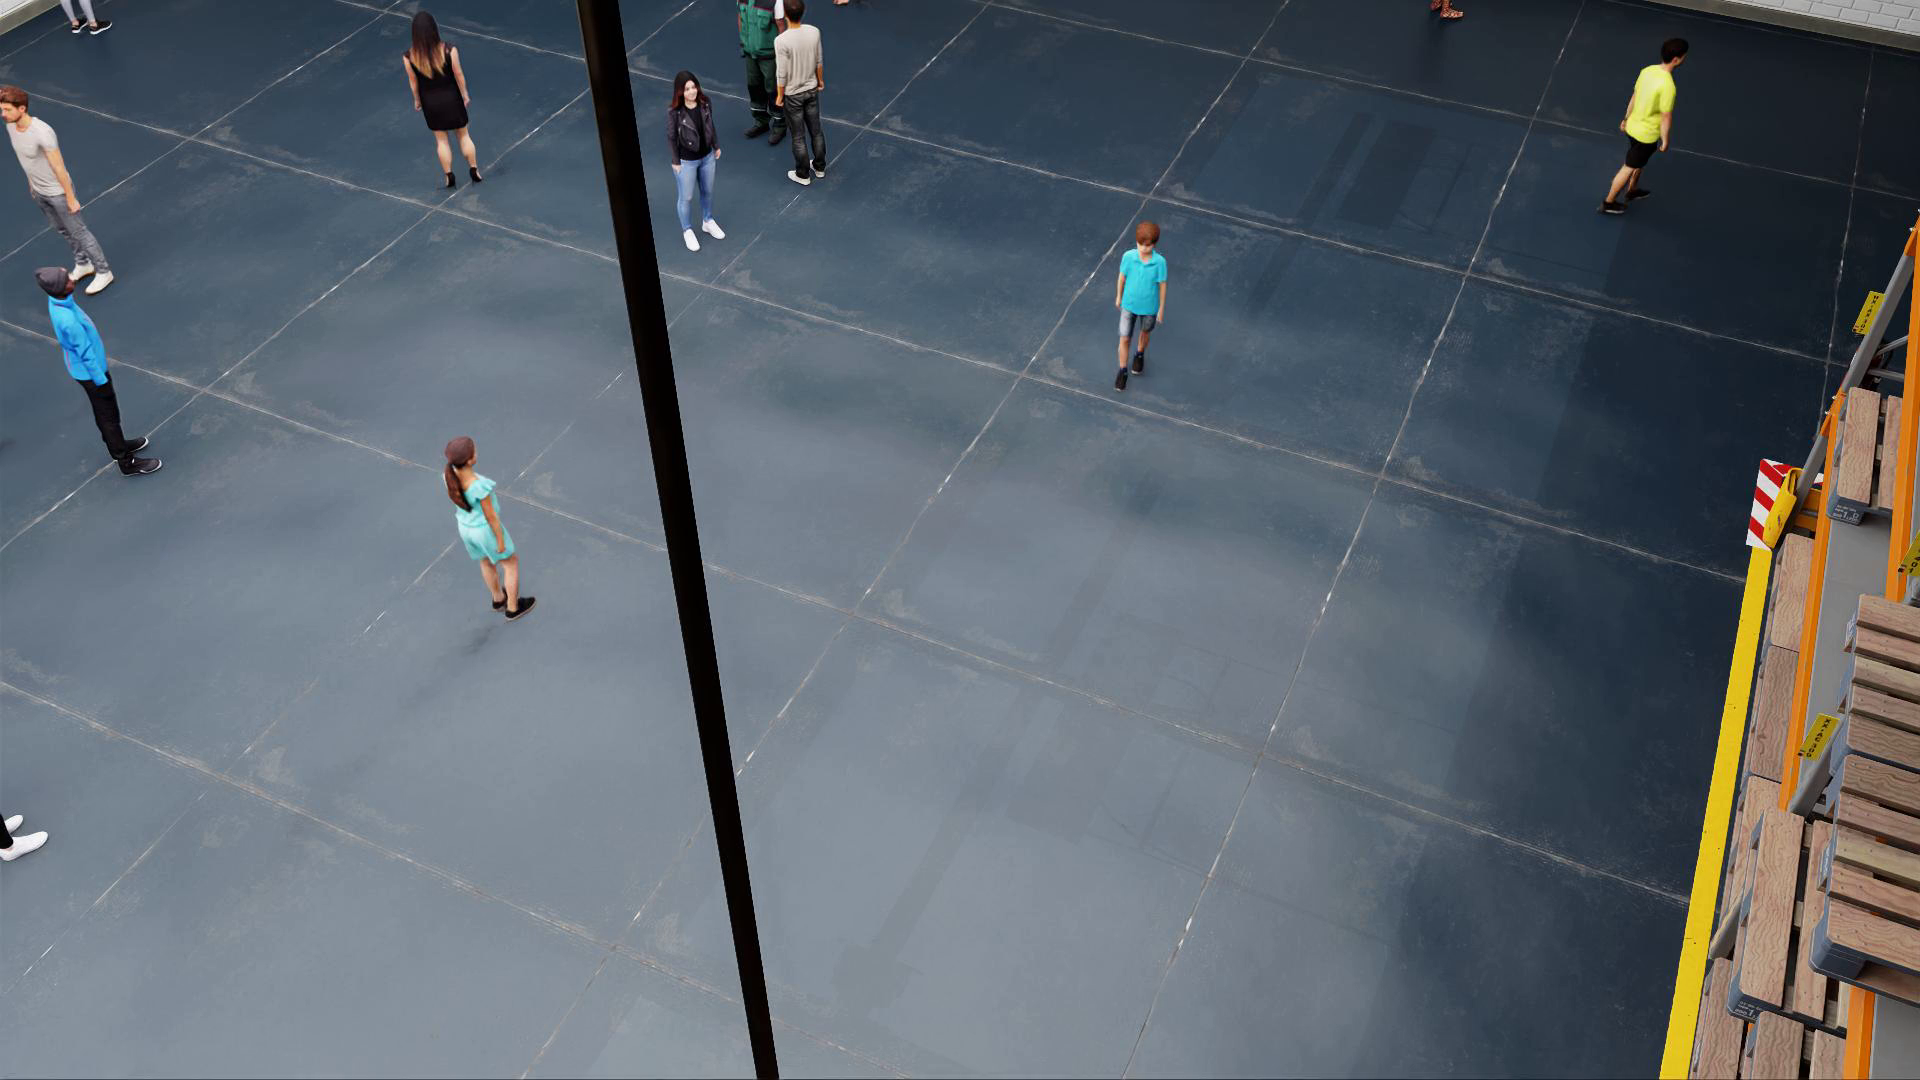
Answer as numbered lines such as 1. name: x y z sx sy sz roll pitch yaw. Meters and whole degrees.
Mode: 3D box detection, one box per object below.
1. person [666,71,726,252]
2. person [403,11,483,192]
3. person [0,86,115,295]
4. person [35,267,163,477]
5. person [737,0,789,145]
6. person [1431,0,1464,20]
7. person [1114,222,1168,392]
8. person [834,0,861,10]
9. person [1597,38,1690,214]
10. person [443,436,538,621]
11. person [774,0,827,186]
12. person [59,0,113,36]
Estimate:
1. person: -2.333 -3.351 14.587 0.649 1.633 0.781 -29 51 -27
2. person: -4.729 -4.000 15.207 0.760 1.718 0.809 -11 45 -11
3. person: -7.627 -2.967 13.997 0.669 1.892 0.564 21 48 21
4. person: -6.423 -1.251 12.267 0.697 1.793 0.694 -27 50 -25
5. person: -1.872 -4.661 15.814 0.711 1.838 0.622 23 48 23
6. person: 5.320 -6.444 17.772 0.730 1.719 0.652 -10 44 -10
7. person: 1.449 -1.944 13.255 0.654 1.434 0.833 8 44 8
8. person: -1.252 -6.612 17.930 0.599 1.744 0.736 -29 51 -27
9. person: 6.059 -3.679 14.892 0.950 1.688 0.906 -8 44 -8
10. person: -3.243 -0.057 11.184 0.541 1.558 0.577 17 46 17
11. person: -1.462 -4.129 15.277 0.648 1.808 0.796 -28 50 -26
12. person: -9.489 -6.173 17.483 0.597 1.726 0.568 10 45 10
